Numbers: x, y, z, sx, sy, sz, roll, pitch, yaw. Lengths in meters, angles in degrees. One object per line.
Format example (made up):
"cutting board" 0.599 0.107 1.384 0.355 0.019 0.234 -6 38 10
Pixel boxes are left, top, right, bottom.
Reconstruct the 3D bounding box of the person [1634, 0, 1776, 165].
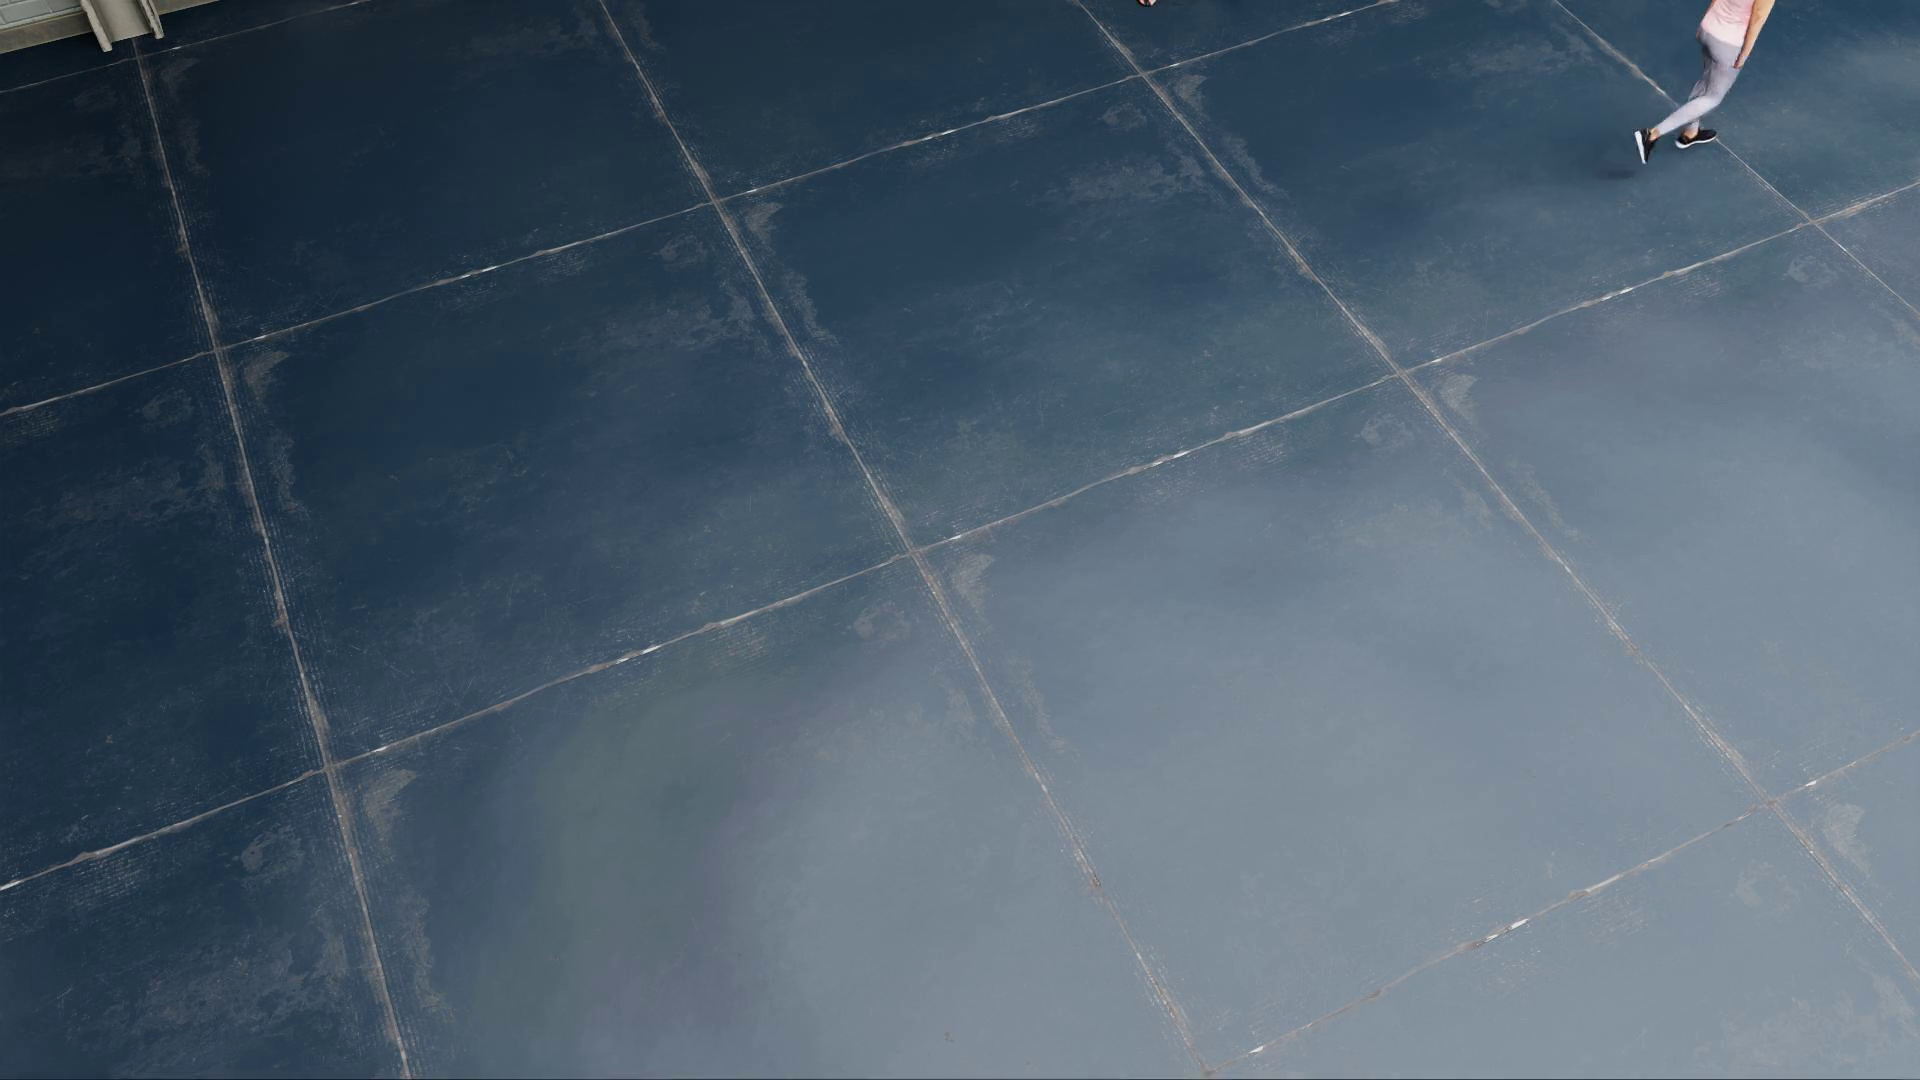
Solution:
"person" 4.450 -2.952 9.825 0.981 1.705 0.593 -16 54 -12
